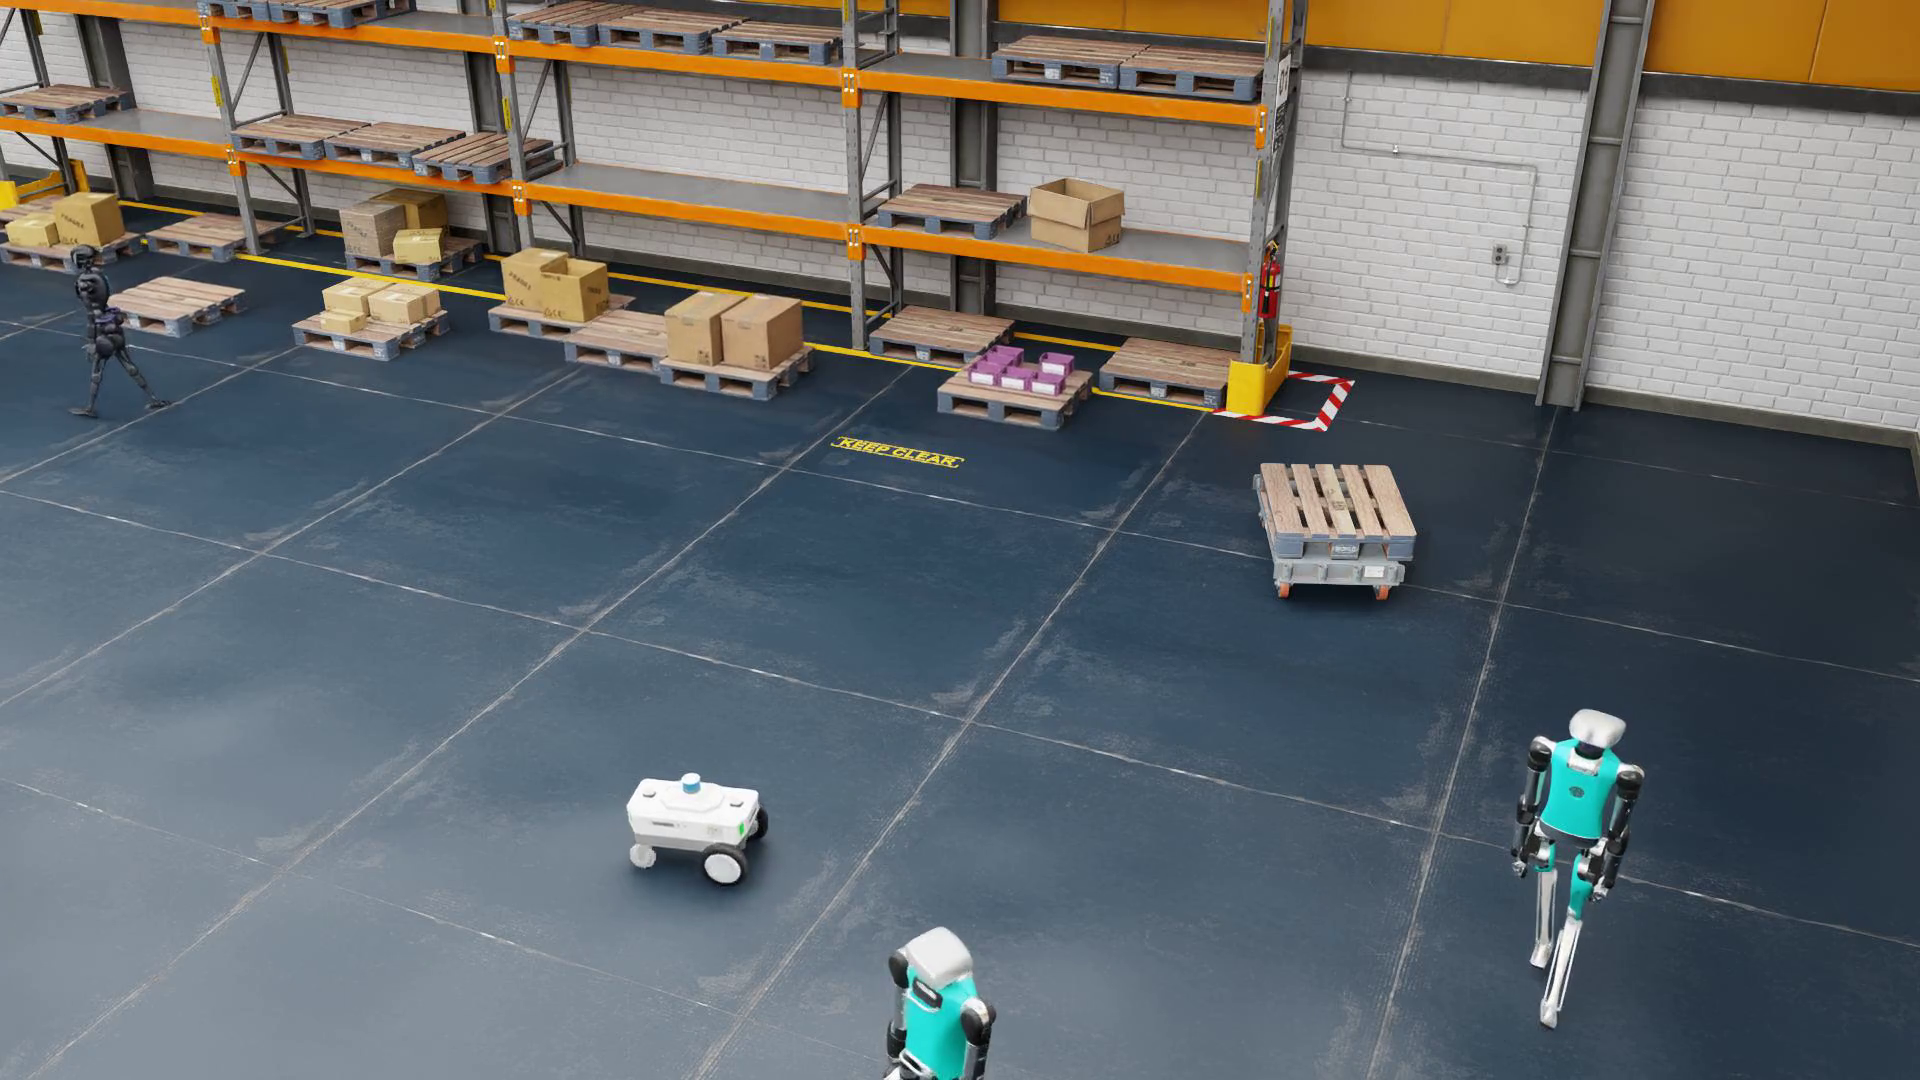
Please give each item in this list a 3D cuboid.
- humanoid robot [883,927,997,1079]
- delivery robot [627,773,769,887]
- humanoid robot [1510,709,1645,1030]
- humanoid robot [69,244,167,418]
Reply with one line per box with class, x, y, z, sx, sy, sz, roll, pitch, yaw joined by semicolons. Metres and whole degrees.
humanoid robot;-0.248;2.426;6.679;0.699;1.837;0.533;-23;35;-38
delivery robot;-1.494;1.608;9.498;0.768;0.591;0.499;5;28;9
humanoid robot;3.065;1.545;8.341;0.544;1.770;0.903;15;31;27
humanoid robot;-7.818;-1.908;15.147;0.806;1.621;0.593;-5;28;-10
